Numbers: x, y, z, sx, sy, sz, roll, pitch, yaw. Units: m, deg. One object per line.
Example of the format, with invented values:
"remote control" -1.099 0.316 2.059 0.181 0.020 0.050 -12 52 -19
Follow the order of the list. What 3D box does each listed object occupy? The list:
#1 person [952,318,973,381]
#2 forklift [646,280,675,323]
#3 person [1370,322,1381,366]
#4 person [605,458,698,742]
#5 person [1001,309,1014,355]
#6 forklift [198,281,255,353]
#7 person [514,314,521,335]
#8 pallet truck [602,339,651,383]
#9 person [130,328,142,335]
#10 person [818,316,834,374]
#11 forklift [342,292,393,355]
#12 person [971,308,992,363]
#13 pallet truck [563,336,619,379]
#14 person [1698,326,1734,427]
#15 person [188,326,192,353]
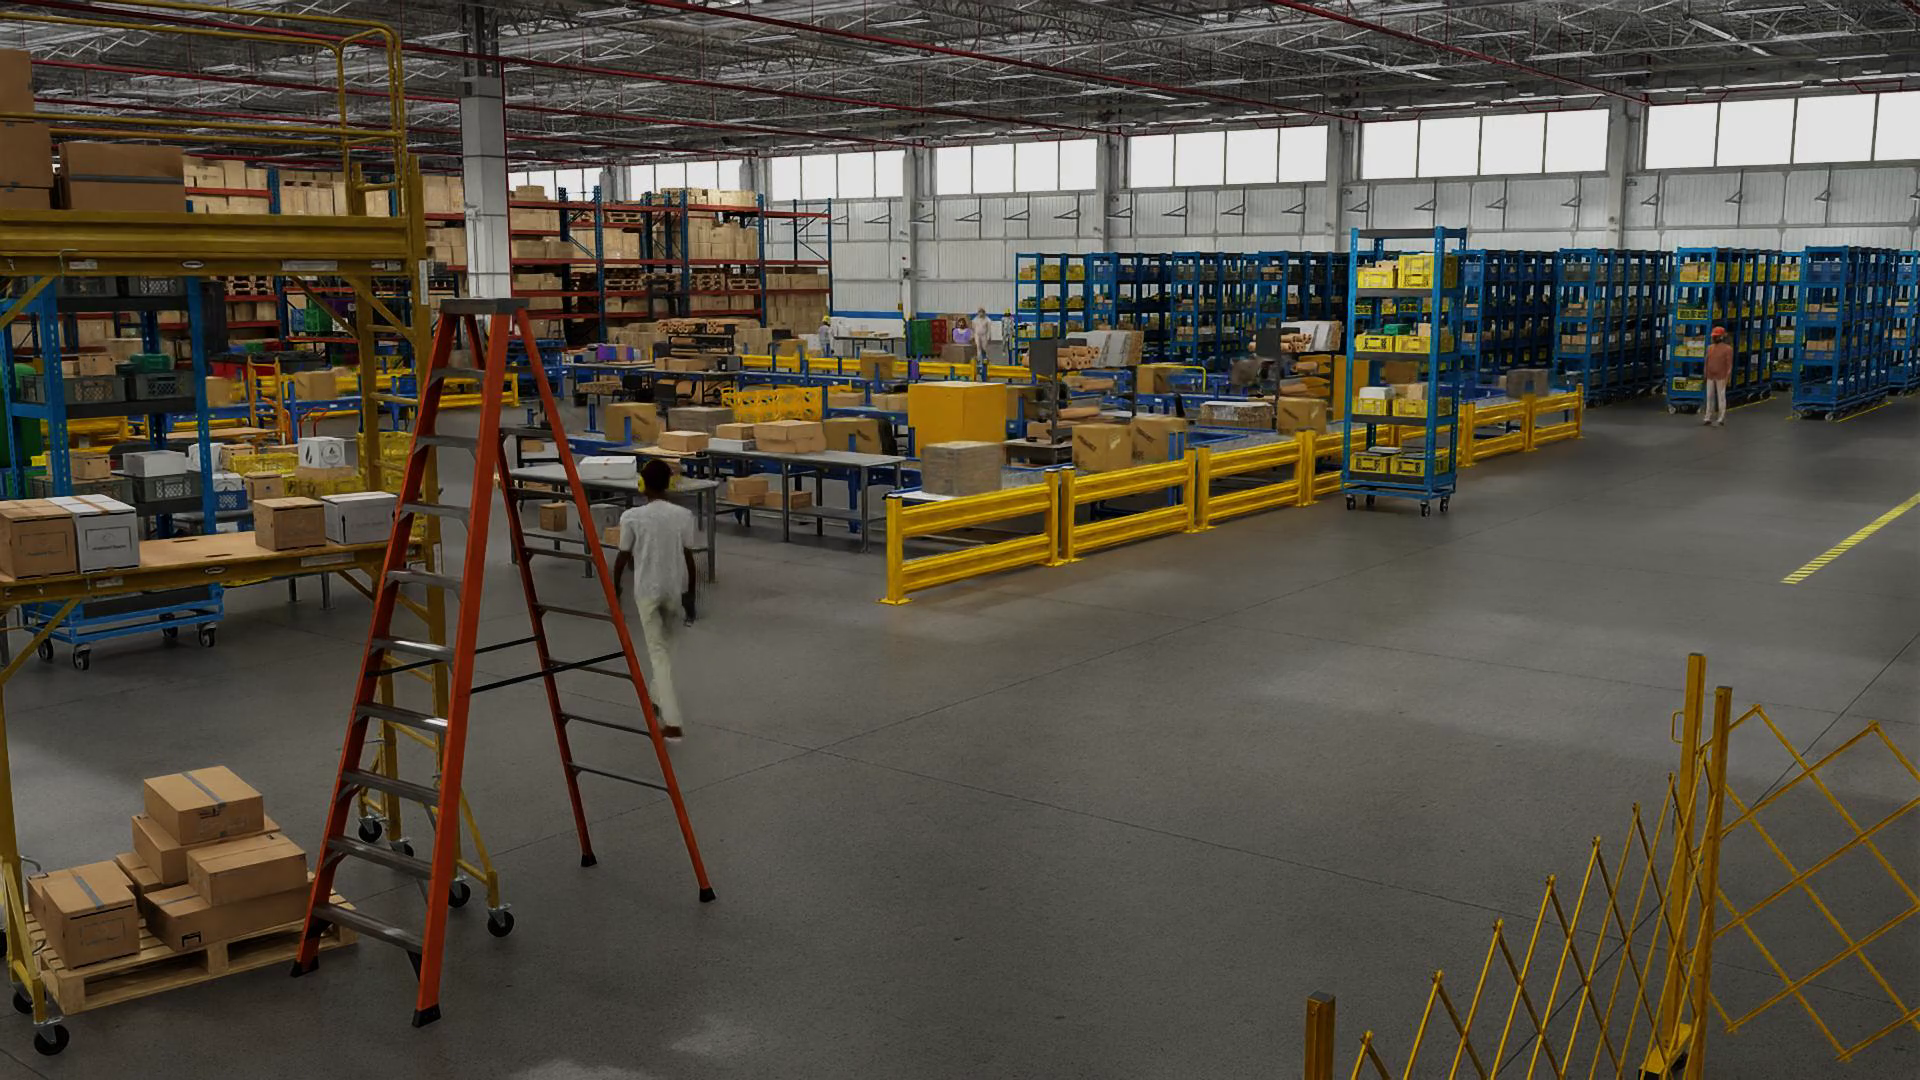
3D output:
"person" 0.070 -5.086 45.002 0.574 1.841 0.374 3 9 16
"forklift" -10.009 -7.329 55.772 1.129 2.768 1.873 -7 11 -37
"person" 10.481 -4.661 42.394 0.600 1.827 0.404 -4 10 -24
"person" -2.048 0.373 10.994 0.544 1.821 0.953 -6 11 -33
"person" 1.776 -7.727 61.831 0.485 1.734 0.346 -2 9 -10
"forklift" -19.843 -5.493 44.313 1.129 2.768 1.873 7 11 37
"person" -12.294 -5.283 45.953 0.636 1.930 0.487 -6 11 -32
"pallet truck" -8.991 -4.871 45.351 0.653 1.274 1.630 7 11 37
"person" -25.384 -6.068 51.210 0.577 1.819 0.719 7 11 36
"person" -3.818 -5.543 47.899 0.404 1.830 0.592 -9 12 -43
"forklift" -16.485 -5.622 45.120 1.129 2.768 1.873 7 11 37
"person" 0.721 -6.937 56.429 0.689 1.886 0.417 2 9 10
"pallet truck" -10.690 -5.294 48.215 1.601 1.201 0.680 -5 10 -26
"person" 14.973 -3.224 32.905 0.391 1.995 0.613 -4 10 -26
"person" -21.084 -5.323 46.295 0.643 1.905 0.400 0 9 -2
